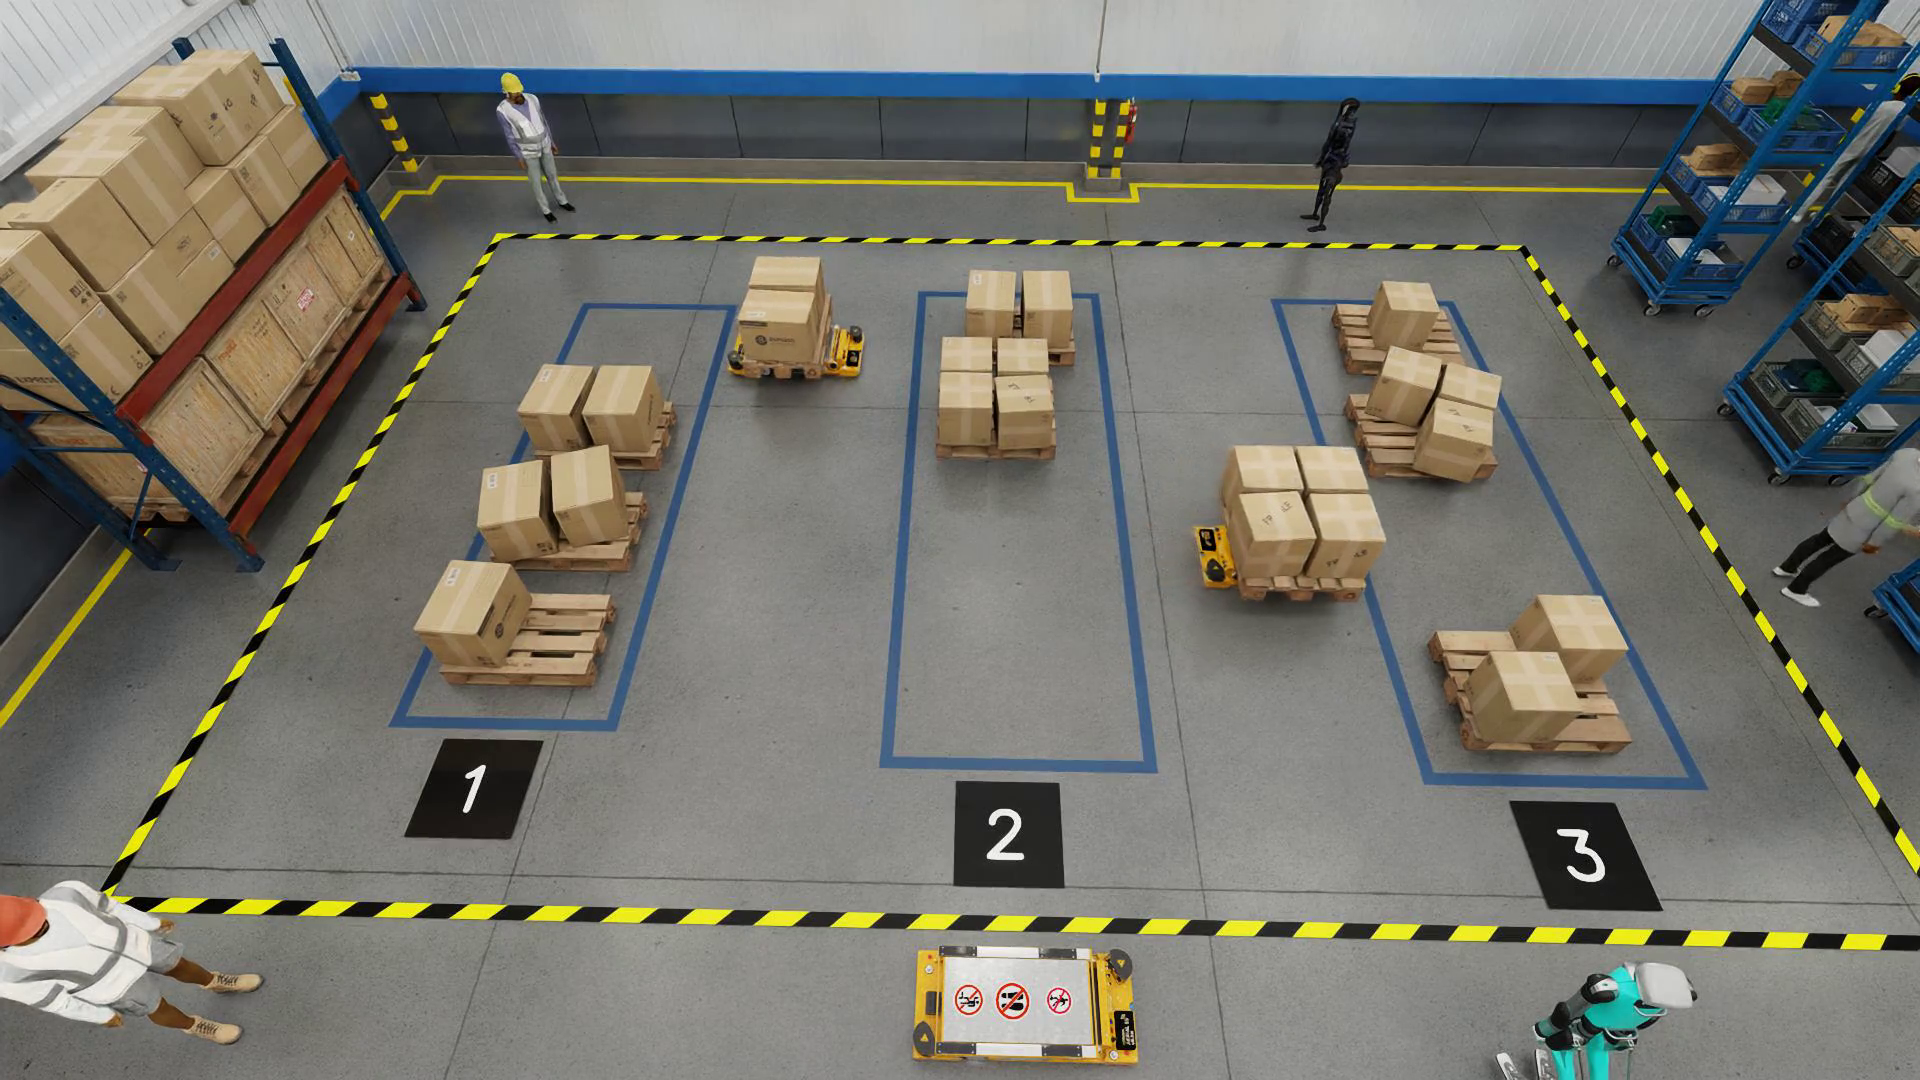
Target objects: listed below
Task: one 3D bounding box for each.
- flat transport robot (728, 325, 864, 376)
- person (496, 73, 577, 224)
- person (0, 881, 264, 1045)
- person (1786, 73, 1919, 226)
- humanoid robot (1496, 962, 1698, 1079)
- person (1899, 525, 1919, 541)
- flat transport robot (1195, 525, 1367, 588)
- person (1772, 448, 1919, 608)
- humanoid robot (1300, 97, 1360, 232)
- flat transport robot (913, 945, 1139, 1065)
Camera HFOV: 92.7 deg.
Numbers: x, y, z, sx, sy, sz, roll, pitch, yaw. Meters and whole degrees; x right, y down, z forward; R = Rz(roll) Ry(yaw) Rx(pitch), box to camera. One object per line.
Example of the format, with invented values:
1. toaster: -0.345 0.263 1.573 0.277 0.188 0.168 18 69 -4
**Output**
1. flat transport robot: -1.816 -2.121 10.197 1.431 0.197 0.652 1 51 1
2. person: -5.321 -4.903 11.473 0.404 1.833 0.588 29 57 22
3. person: -4.858 2.475 5.325 0.370 2.042 0.613 -1 51 -1
4. person: 11.136 -4.813 11.386 0.506 1.859 0.313 12 52 10
5. humanoid robot: 3.555 2.907 5.082 0.533 1.677 0.735 0 51 0
6. person: 8.986 -0.458 7.859 0.432 1.823 0.689 12 52 9
7. flat transport robot: 2.923 0.126 8.365 1.431 0.197 0.652 1 51 1
8. person: 7.558 -0.167 7.600 0.394 1.853 0.588 16 53 13
9. humanoid robot: 4.606 -4.638 11.348 0.315 1.657 0.599 -1 51 0
10. flat transport robot: 0.422 3.041 6.007 1.431 0.231 0.659 1 51 1
